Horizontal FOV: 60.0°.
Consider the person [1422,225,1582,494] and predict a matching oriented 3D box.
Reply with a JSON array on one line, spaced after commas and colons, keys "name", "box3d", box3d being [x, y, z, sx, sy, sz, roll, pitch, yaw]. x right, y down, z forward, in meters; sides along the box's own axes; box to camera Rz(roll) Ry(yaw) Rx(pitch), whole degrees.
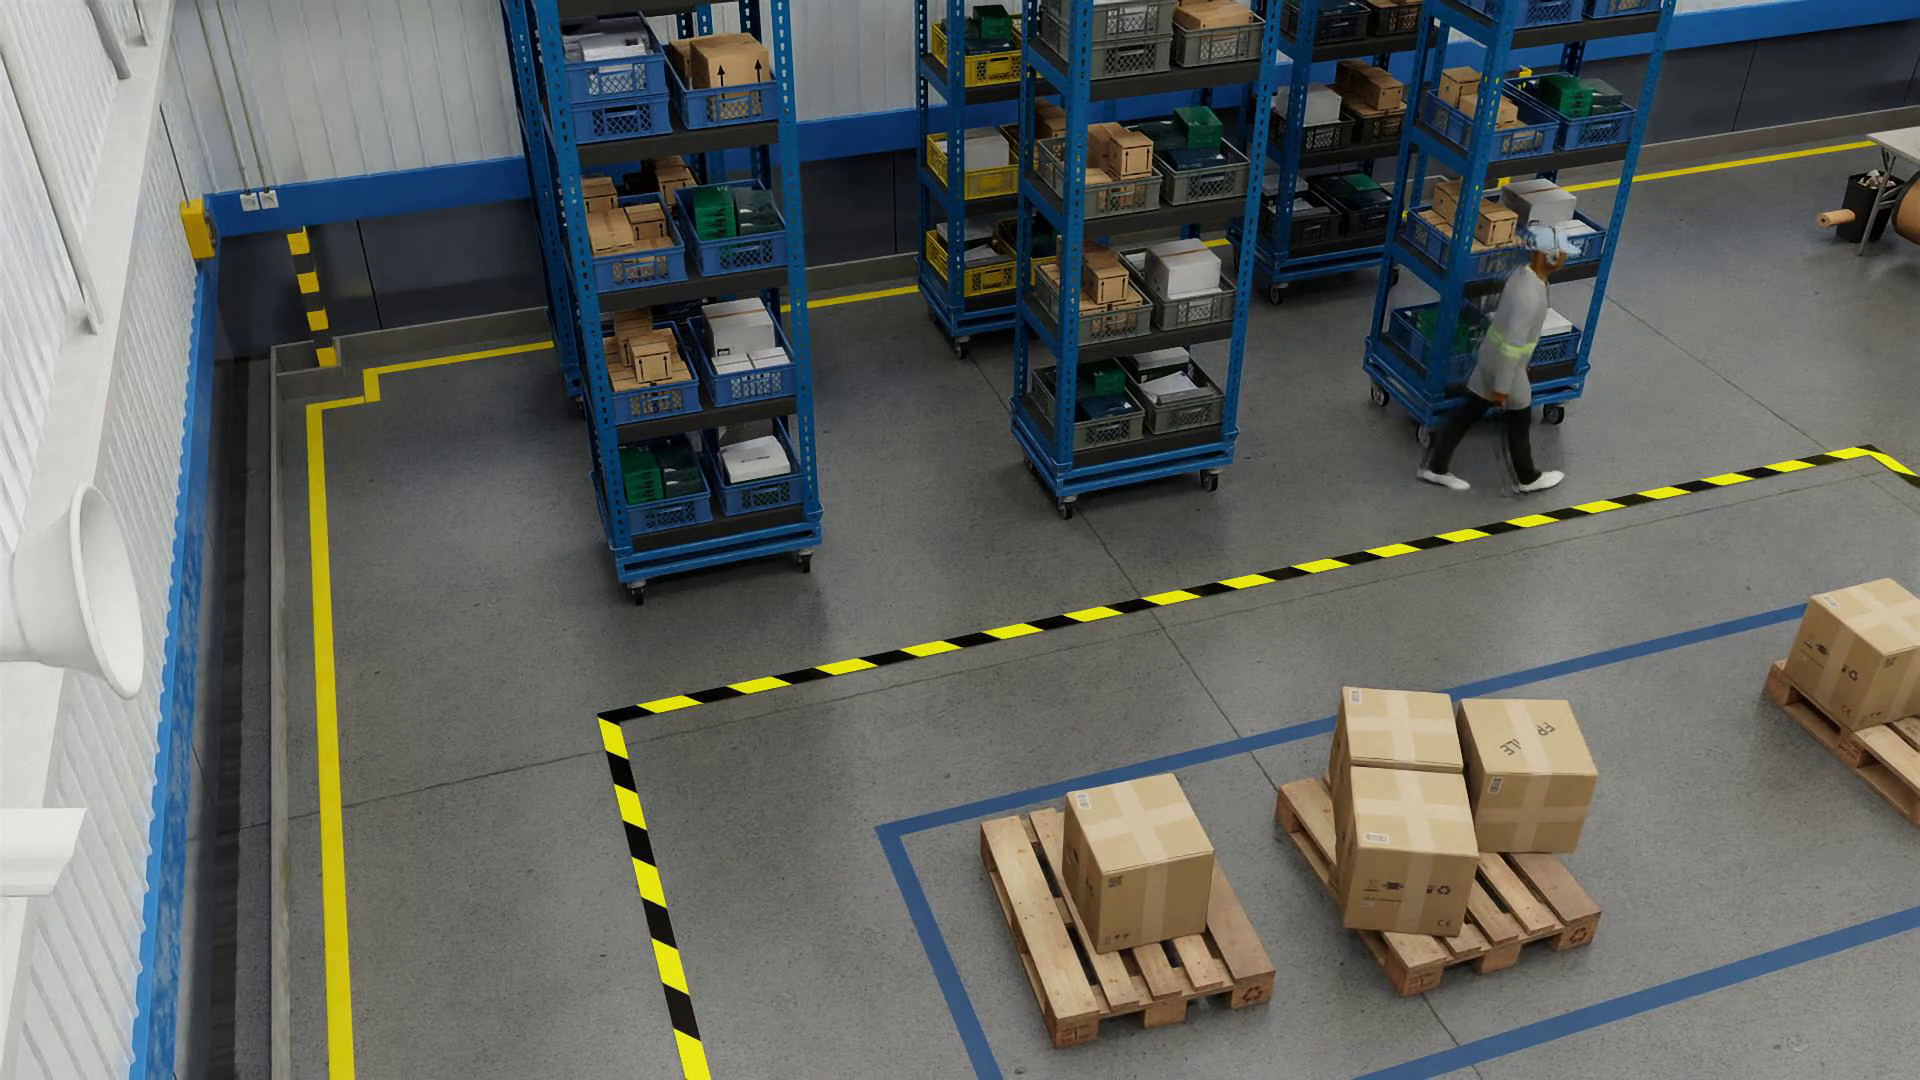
[{"name": "person", "box3d": [3.418, -1.075, 10.249, 0.907, 1.798, 0.607, 4, 35, 6]}]
